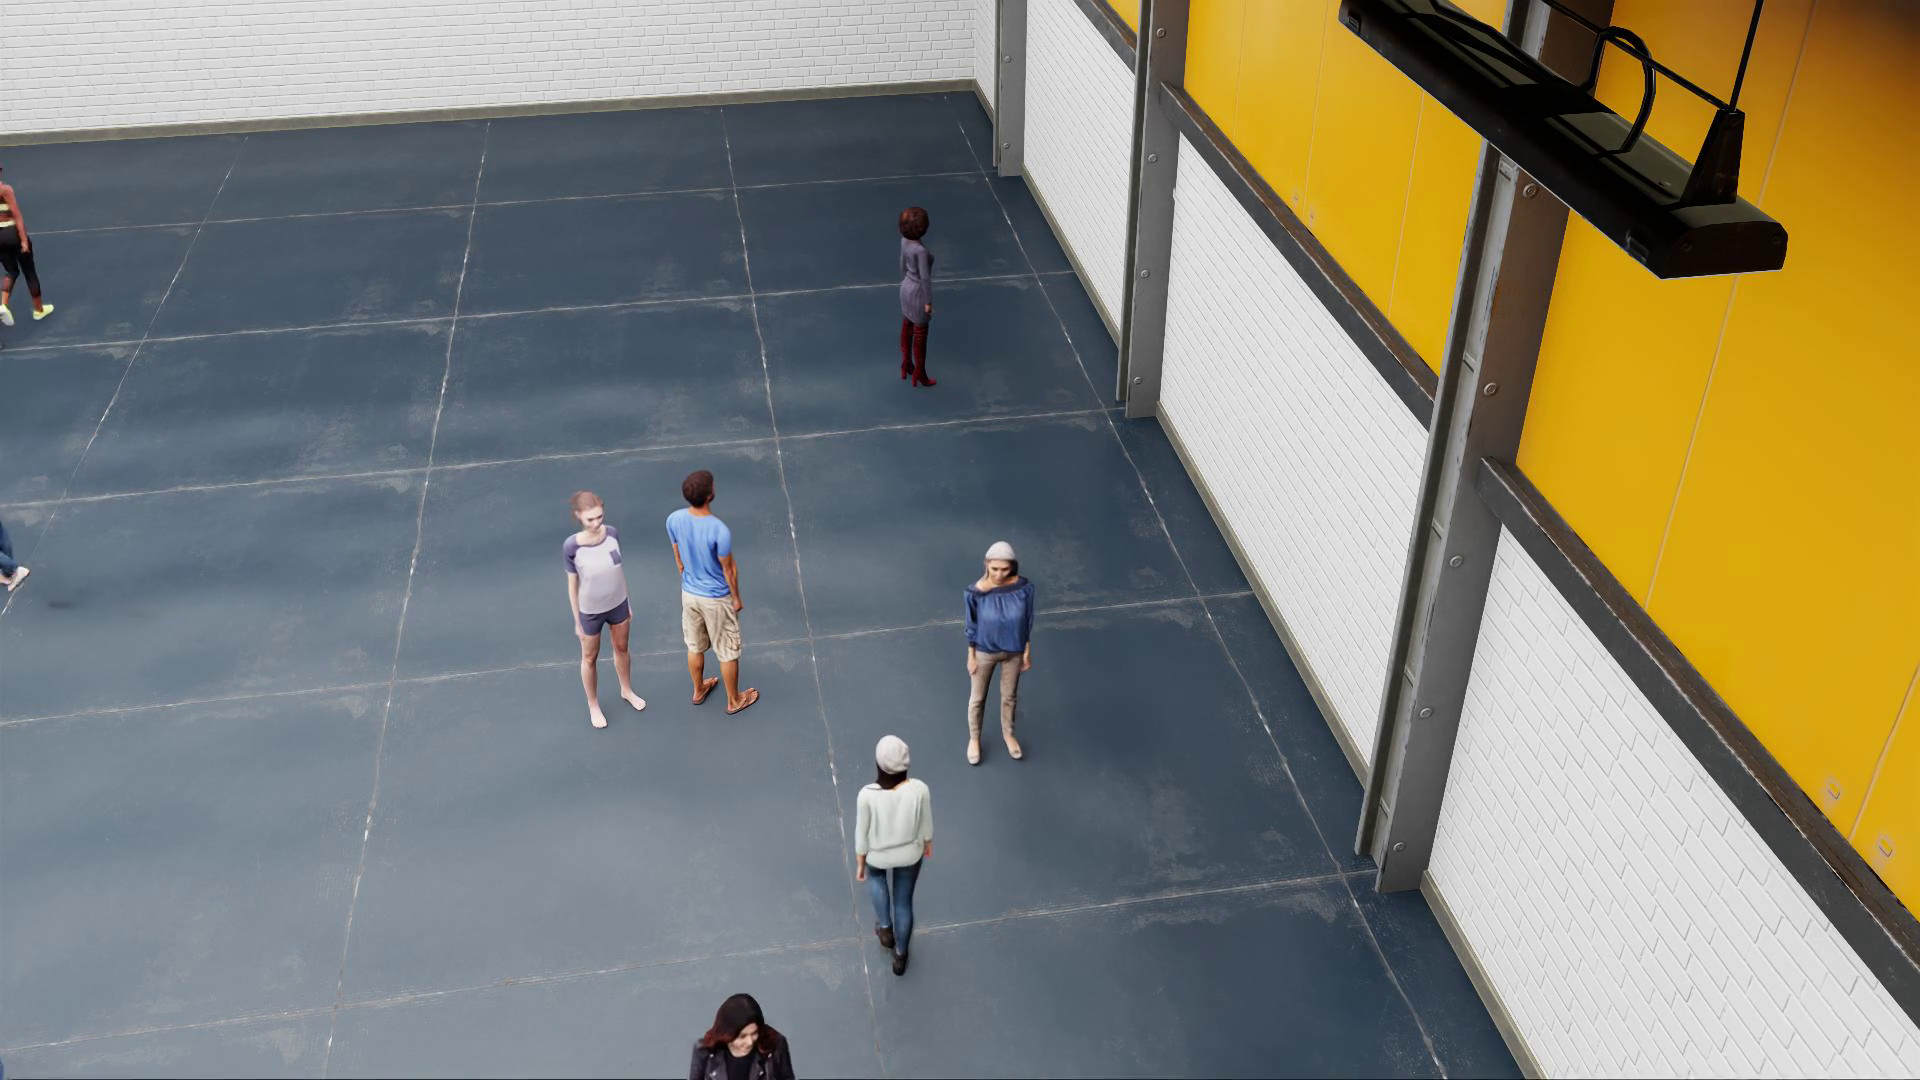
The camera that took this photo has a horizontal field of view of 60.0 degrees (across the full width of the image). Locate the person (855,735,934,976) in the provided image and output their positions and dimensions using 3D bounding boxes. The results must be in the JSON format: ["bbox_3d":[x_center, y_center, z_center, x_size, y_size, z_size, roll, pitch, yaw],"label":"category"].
[{"bbox_3d":[-0.359,1.794,9.254,0.593,1.636,0.616,-5,34,-8],"label":"person"}]

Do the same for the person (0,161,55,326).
[{"bbox_3d":[-9.306,-2.877,16.190,0.700,1.736,0.968,3,34,4],"label":"person"}]

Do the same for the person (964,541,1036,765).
[{"bbox_3d":[0.247,0.720,10.812,0.610,1.698,0.555,-7,34,-10],"label":"person"}]

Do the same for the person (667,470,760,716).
[{"bbox_3d":[-1.699,0.354,11.213,0.738,1.864,0.763,15,36,21],"label":"person"}]

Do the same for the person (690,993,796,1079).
[{"bbox_3d":[-1.048,2.678,7.954,0.649,1.602,0.966,-4,34,-7],"label":"person"}]

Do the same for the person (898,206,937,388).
[{"bbox_3d":[-0.411,-2.228,15.238,0.697,1.710,0.551,-17,37,-24],"label":"person"}]

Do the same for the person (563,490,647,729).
[{"bbox_3d":[-2.413,0.437,11.177,0.670,1.766,0.694,-23,40,-31],"label":"person"}]
